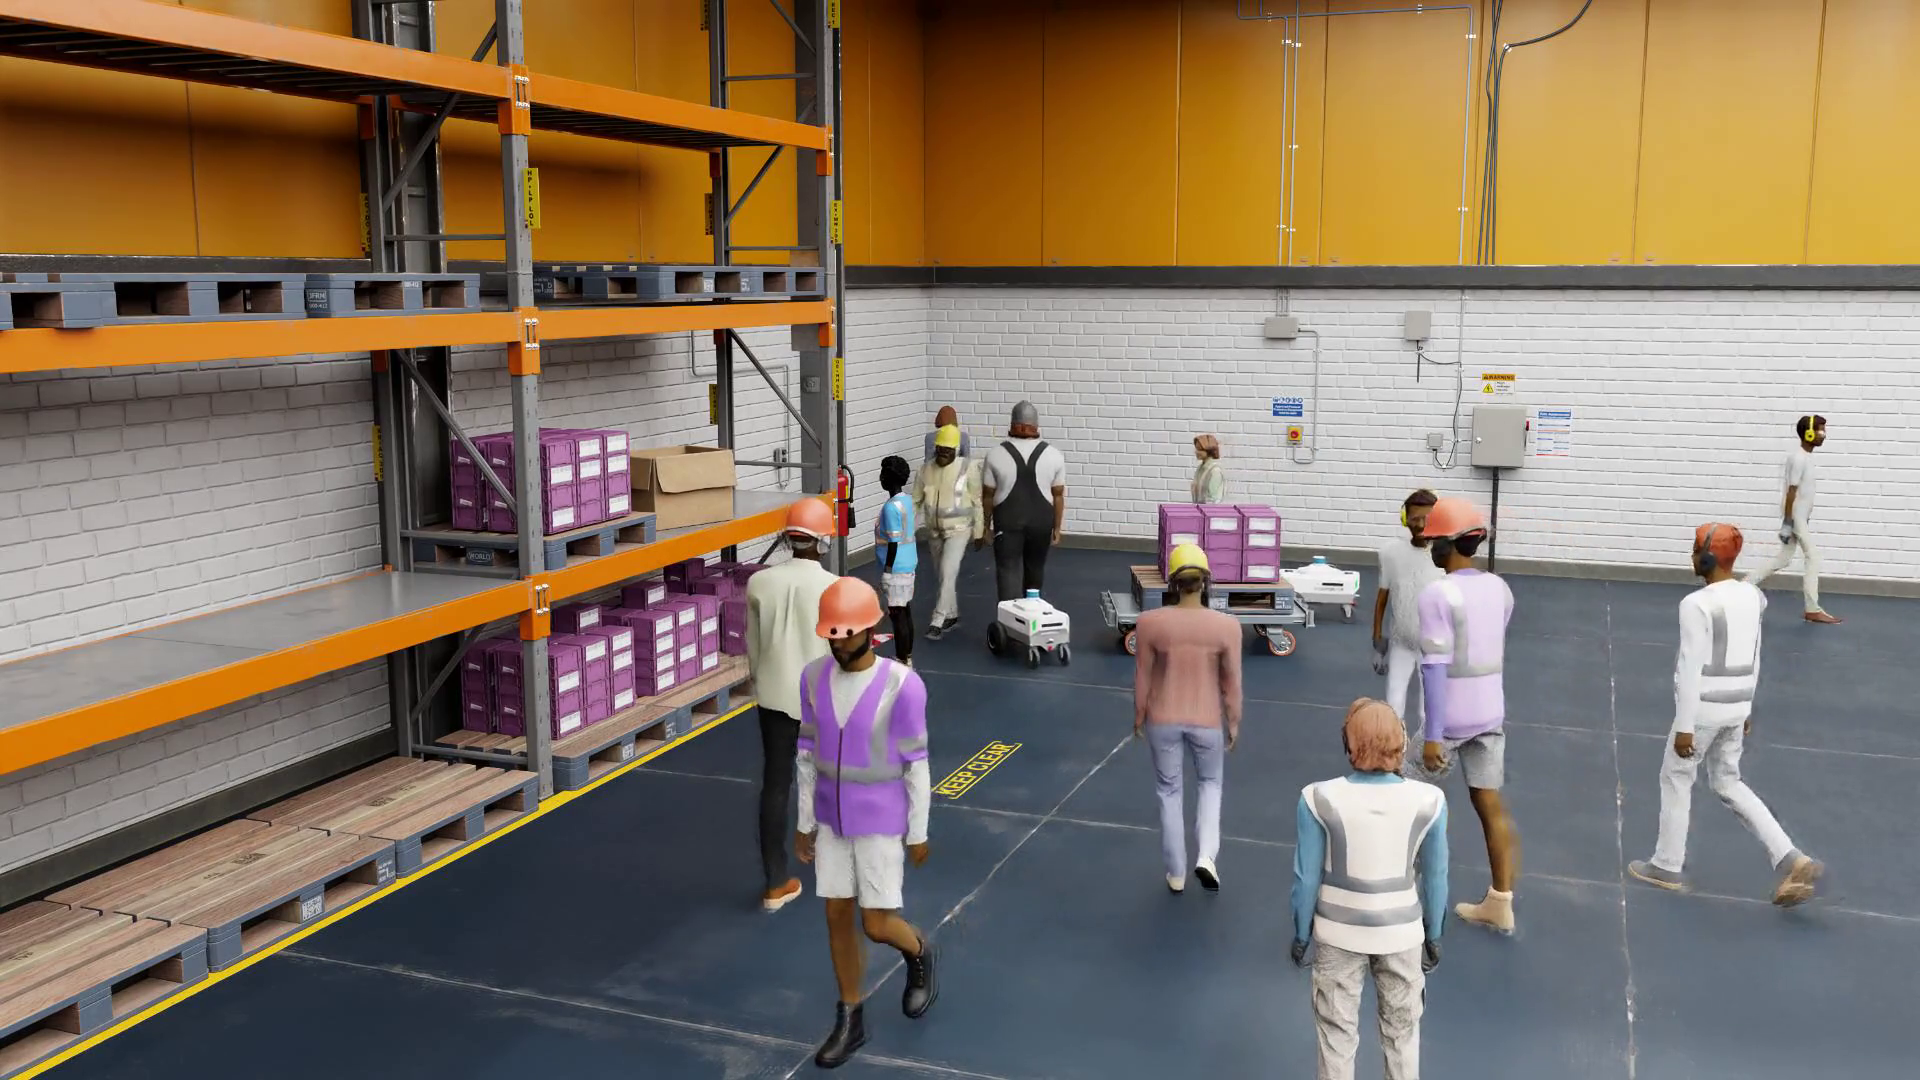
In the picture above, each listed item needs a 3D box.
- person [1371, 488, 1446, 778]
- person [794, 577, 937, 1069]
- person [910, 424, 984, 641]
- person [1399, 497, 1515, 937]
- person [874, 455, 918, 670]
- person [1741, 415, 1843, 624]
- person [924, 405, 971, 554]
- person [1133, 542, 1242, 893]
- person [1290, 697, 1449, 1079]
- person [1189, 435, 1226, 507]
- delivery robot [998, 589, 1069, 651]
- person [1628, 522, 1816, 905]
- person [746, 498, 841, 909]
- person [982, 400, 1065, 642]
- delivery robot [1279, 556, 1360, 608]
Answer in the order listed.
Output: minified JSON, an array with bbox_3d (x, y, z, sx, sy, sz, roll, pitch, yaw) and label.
[{"bbox_3d":[2.634,0.607,9.497,0.538,1.858,0.539,4,10,21],"label":"person"},{"bbox_3d":[-0.359,1.061,6.456,0.543,1.914,0.582,5,10,30],"label":"person"},{"bbox_3d":[-0.139,-0.067,13.866,0.644,1.794,0.730,6,11,31],"label":"person"},{"bbox_3d":[2.263,0.801,7.803,0.666,1.999,0.918,-6,11,-34],"label":"person"},{"bbox_3d":[-0.483,0.211,12.469,0.318,1.696,0.535,1,9,9],"label":"person"},{"bbox_3d":[7.300,-0.199,14.641,0.892,1.839,0.521,5,10,29],"label":"person"},{"bbox_3d":[-0.134,-0.632,17.951,0.507,1.636,0.275,0,9,-1],"label":"person"},{"bbox_3d":[1.107,0.877,8.141,0.523,1.744,0.371,1,9,7],"label":"person"},{"bbox_3d":[1.364,1.340,5.565,0.522,1.636,0.310,0,9,1],"label":"person"},{"bbox_3d":[2.123,-0.127,14.853,0.728,1.609,0.517,-2,9,-15],"label":"person"},{"bbox_3d":[0.575,0.632,13.105,0.477,0.478,0.707,-4,10,-23],"label":"delivery robot"},{"bbox_3d":[3.706,0.845,8.020,0.585,1.861,0.799,-6,11,-31],"label":"person"},{"bbox_3d":[-0.755,0.760,8.229,0.625,1.940,0.995,2,9,14],"label":"person"},{"bbox_3d":[0.524,-0.181,13.851,0.693,2.000,0.895,-1,9,-4],"label":"person"},{"bbox_3d":[3.158,0.386,14.652,0.707,0.478,0.477,2,9,12],"label":"delivery robot"}]
